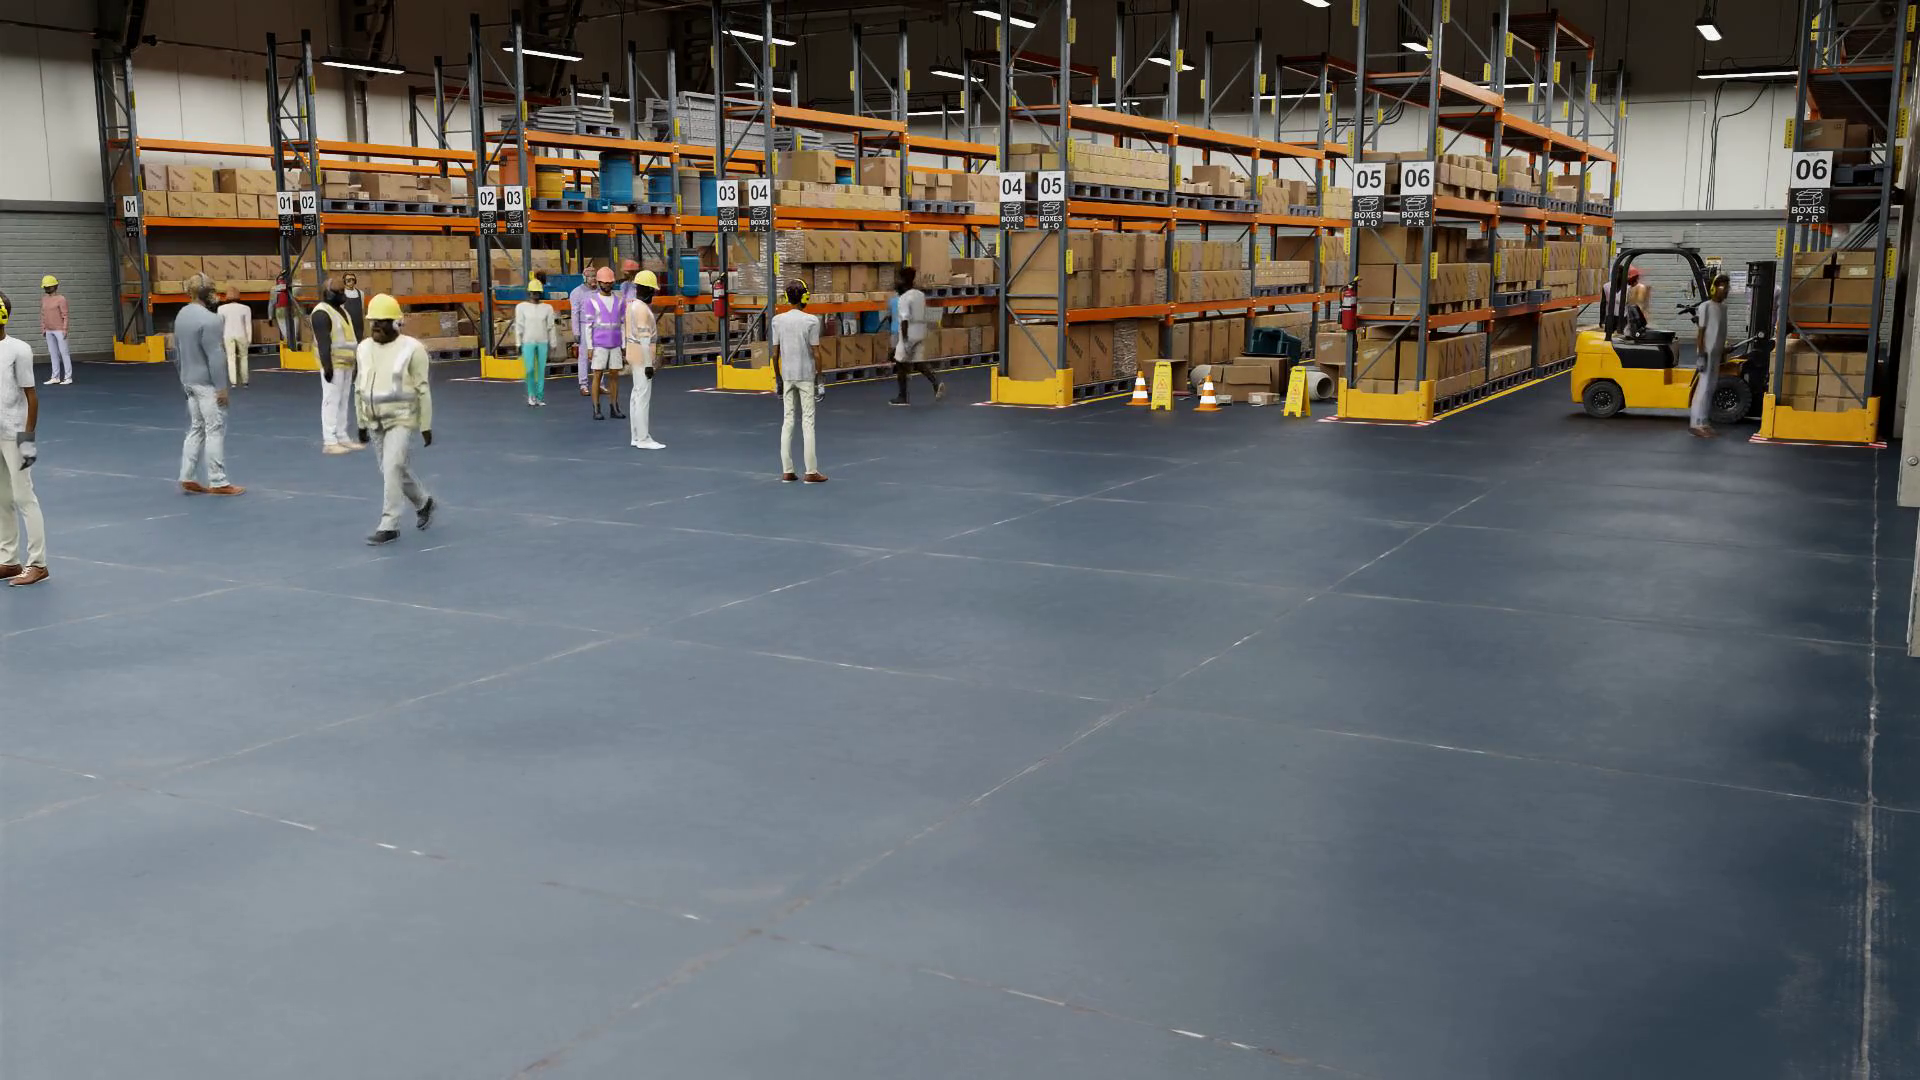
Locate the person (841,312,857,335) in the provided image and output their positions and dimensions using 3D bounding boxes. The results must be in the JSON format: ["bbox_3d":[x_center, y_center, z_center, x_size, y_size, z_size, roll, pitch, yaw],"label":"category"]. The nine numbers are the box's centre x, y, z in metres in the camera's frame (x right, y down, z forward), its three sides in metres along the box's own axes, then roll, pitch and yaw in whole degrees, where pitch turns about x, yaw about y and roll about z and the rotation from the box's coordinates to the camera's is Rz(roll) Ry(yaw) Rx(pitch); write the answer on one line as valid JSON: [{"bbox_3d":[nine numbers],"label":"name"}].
[{"bbox_3d":[-2.120,-4.265,32.401,0.503,1.632,0.271,8,13,40],"label":"person"}]

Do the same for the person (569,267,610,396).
[{"bbox_3d":[-5.491,-3.112,24.852,0.409,1.907,0.651,9,13,43],"label":"person"}]

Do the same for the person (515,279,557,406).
[{"bbox_3d":[-5.836,-2.714,22.955,0.553,1.747,0.481,-5,11,-29],"label":"person"}]

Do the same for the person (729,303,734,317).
[{"bbox_3d":[-6.085,-6.344,43.846,0.574,1.883,0.356,5,11,29],"label":"person"}]

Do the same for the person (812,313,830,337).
[{"bbox_3d":[-2.593,-3.899,29.404,0.626,1.934,0.363,0,10,1],"label":"person"}]

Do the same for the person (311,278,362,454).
[{"bbox_3d":[-6.575,-1.835,17.571,0.429,1.840,0.633,0,10,1],"label":"person"}]

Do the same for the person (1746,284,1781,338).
[{"bbox_3d":[13.916,-3.790,28.805,0.582,1.919,0.392,5,11,26],"label":"person"}]

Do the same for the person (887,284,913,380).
[{"bbox_3d":[-0.986,-3.488,27.712,0.542,1.676,0.468,5,11,28],"label":"person"}]

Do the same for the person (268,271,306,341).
[{"bbox_3d":[-12.796,-4.200,31.552,0.657,1.788,0.962,0,10,1],"label":"person"}]

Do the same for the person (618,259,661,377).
[{"bbox_3d":[-5.590,-3.828,28.723,0.611,2.022,0.800,8,13,40],"label":"person"}]

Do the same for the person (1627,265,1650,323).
[{"bbox_3d":[14.129,-4.825,34.967,0.696,1.871,0.780,-2,10,-13],"label":"person"}]

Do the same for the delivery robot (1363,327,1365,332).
[{"bbox_3d":[9.139,-4.652,37.548,0.707,0.478,0.477,-2,10,-10],"label":"delivery robot"}]

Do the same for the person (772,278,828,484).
[{"bbox_3d":[-1.466,-1.447,15.213,0.513,1.872,0.328,4,10,21],"label":"person"}]

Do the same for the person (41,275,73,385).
[{"bbox_3d":[-14.617,-3.382,26.855,0.522,1.765,0.317,3,10,19],"label":"person"}]

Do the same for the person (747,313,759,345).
[{"bbox_3d":[-4.508,-4.975,36.541,0.515,1.641,0.309,8,13,41],"label":"person"}]

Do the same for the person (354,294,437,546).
[{"bbox_3d":[-4.120,-0.898,12.197,0.606,1.811,0.825,4,10,21],"label":"person"}]

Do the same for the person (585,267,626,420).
[{"bbox_3d":[-4.480,-2.496,21.153,0.549,1.936,0.377,-7,12,-35],"label":"person"}]

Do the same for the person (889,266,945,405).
[{"bbox_3d":[-0.610,-2.815,23.010,0.757,1.940,0.621,7,12,35],"label":"person"}]

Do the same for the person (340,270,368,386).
[{"bbox_3d":[-9.734,-3.383,26.613,0.335,1.845,0.513,9,13,42],"label":"person"}]

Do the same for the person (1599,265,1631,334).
[{"bbox_3d":[11.885,-4.009,30.082,0.596,1.912,0.372,6,11,32],"label":"person"}]

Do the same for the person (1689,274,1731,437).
[{"bbox_3d":[8.669,-2.121,19.170,0.532,1.865,0.312,-7,12,-36],"label":"person"}]

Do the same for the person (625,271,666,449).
[{"bbox_3d":[-3.404,-1.937,17.941,0.382,1.917,0.585,-4,10,-22],"label":"person"}]

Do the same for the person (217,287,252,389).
[{"bbox_3d":[-11.366,-3.160,26.073,0.518,1.589,0.869,-4,10,-20],"label":"person"}]

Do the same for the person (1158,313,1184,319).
[{"bbox_3d":[4.374,-4.628,34.345,0.508,1.691,0.907,7,12,36],"label":"person"}]

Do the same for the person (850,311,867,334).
[{"bbox_3d":[-2.168,-4.740,34.121,0.622,1.993,0.382,4,11,25],"label":"person"}]

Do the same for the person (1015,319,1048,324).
[{"bbox_3d":[1.147,-3.541,27.003,0.606,2.035,0.403,6,11,30],"label":"person"}]

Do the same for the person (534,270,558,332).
[{"bbox_3d":[-8.309,-4.492,33.261,0.644,1.801,0.958,7,12,34],"label":"person"}]

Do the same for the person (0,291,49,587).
[{"bbox_3d":[-6.031,-0.641,10.489,0.519,1.873,0.328,4,11,23],"label":"person"}]

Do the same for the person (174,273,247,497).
[{"bbox_3d":[-6.534,-1.314,14.333,0.689,1.931,0.510,8,13,40],"label":"person"}]

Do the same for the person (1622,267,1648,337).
[{"bbox_3d":[11.847,-3.853,29.267,0.925,1.873,0.588,-1,10,-7],"label":"person"}]
